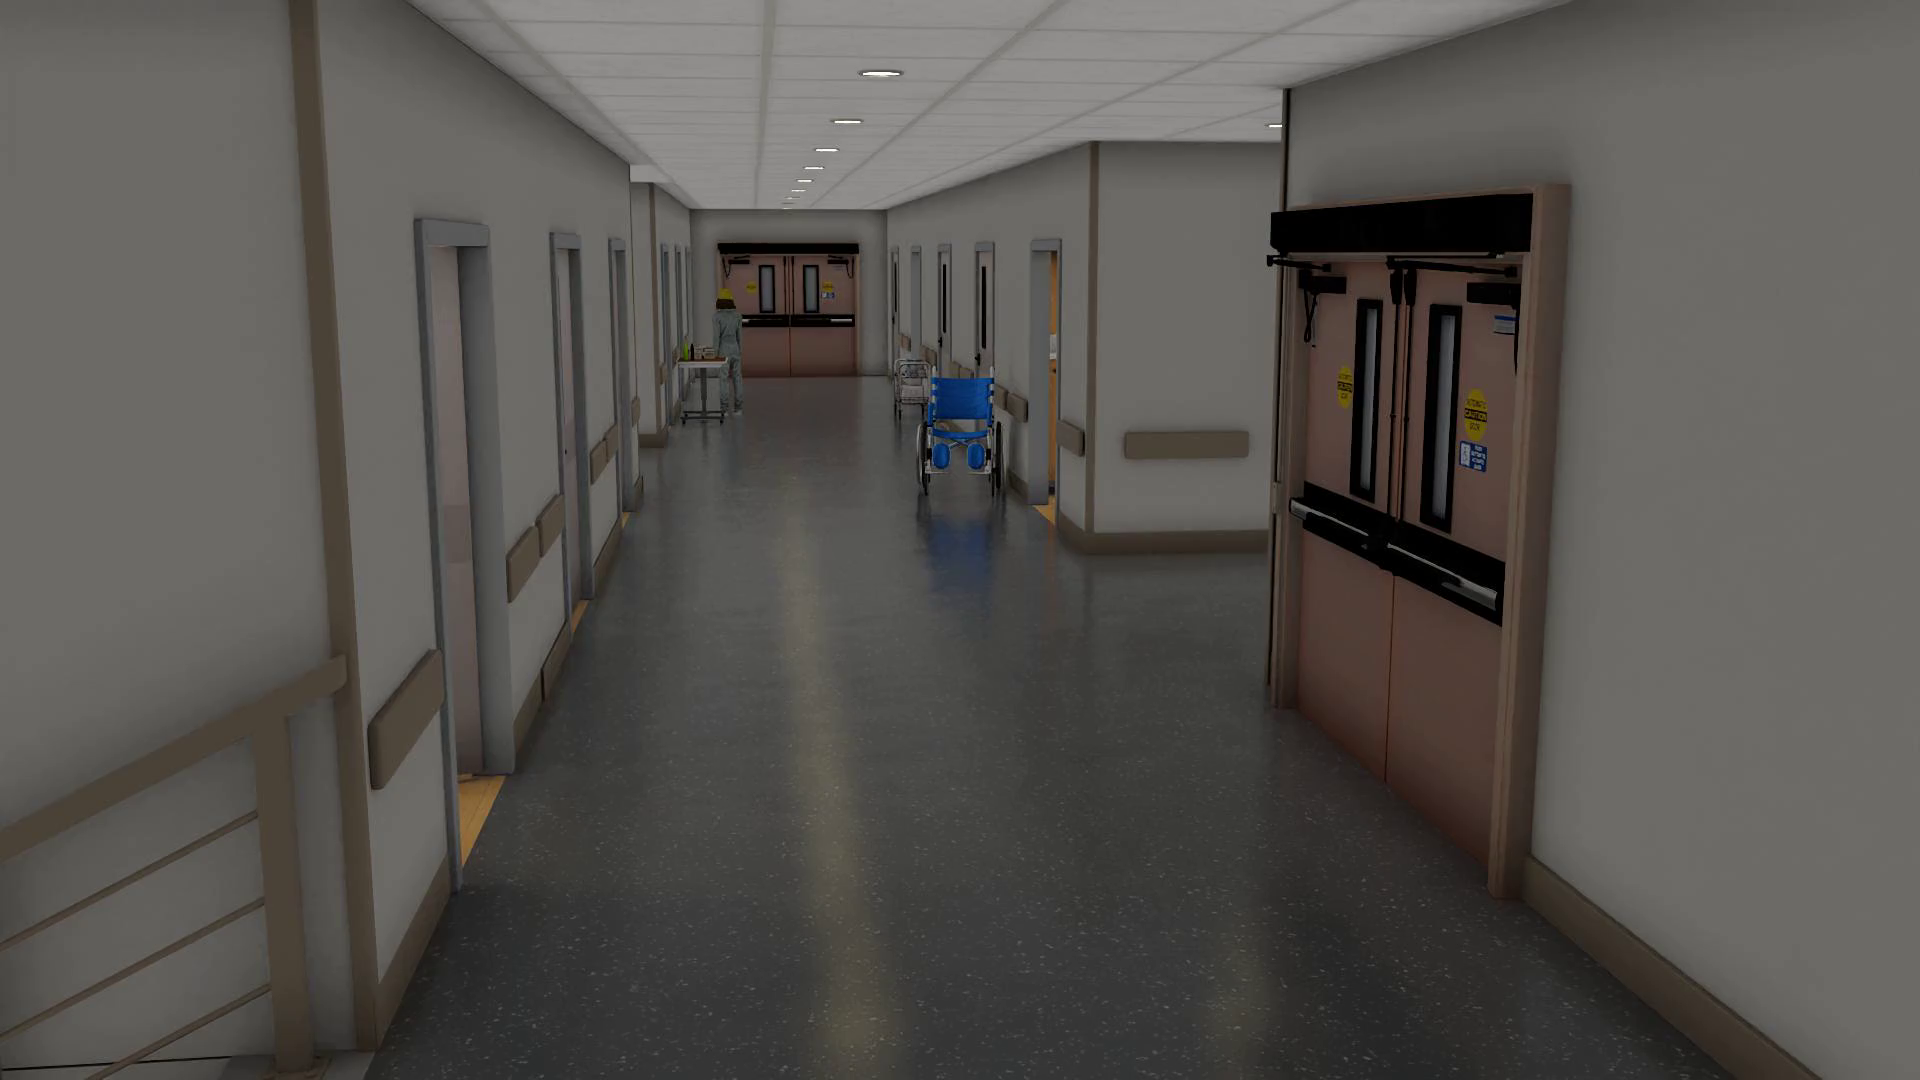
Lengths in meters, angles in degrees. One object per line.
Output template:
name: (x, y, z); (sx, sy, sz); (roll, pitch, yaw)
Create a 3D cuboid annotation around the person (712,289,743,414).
person: (-3.246, -2.618, 23.145); (0.487, 1.744, 0.294); (-9, 13, -43)
